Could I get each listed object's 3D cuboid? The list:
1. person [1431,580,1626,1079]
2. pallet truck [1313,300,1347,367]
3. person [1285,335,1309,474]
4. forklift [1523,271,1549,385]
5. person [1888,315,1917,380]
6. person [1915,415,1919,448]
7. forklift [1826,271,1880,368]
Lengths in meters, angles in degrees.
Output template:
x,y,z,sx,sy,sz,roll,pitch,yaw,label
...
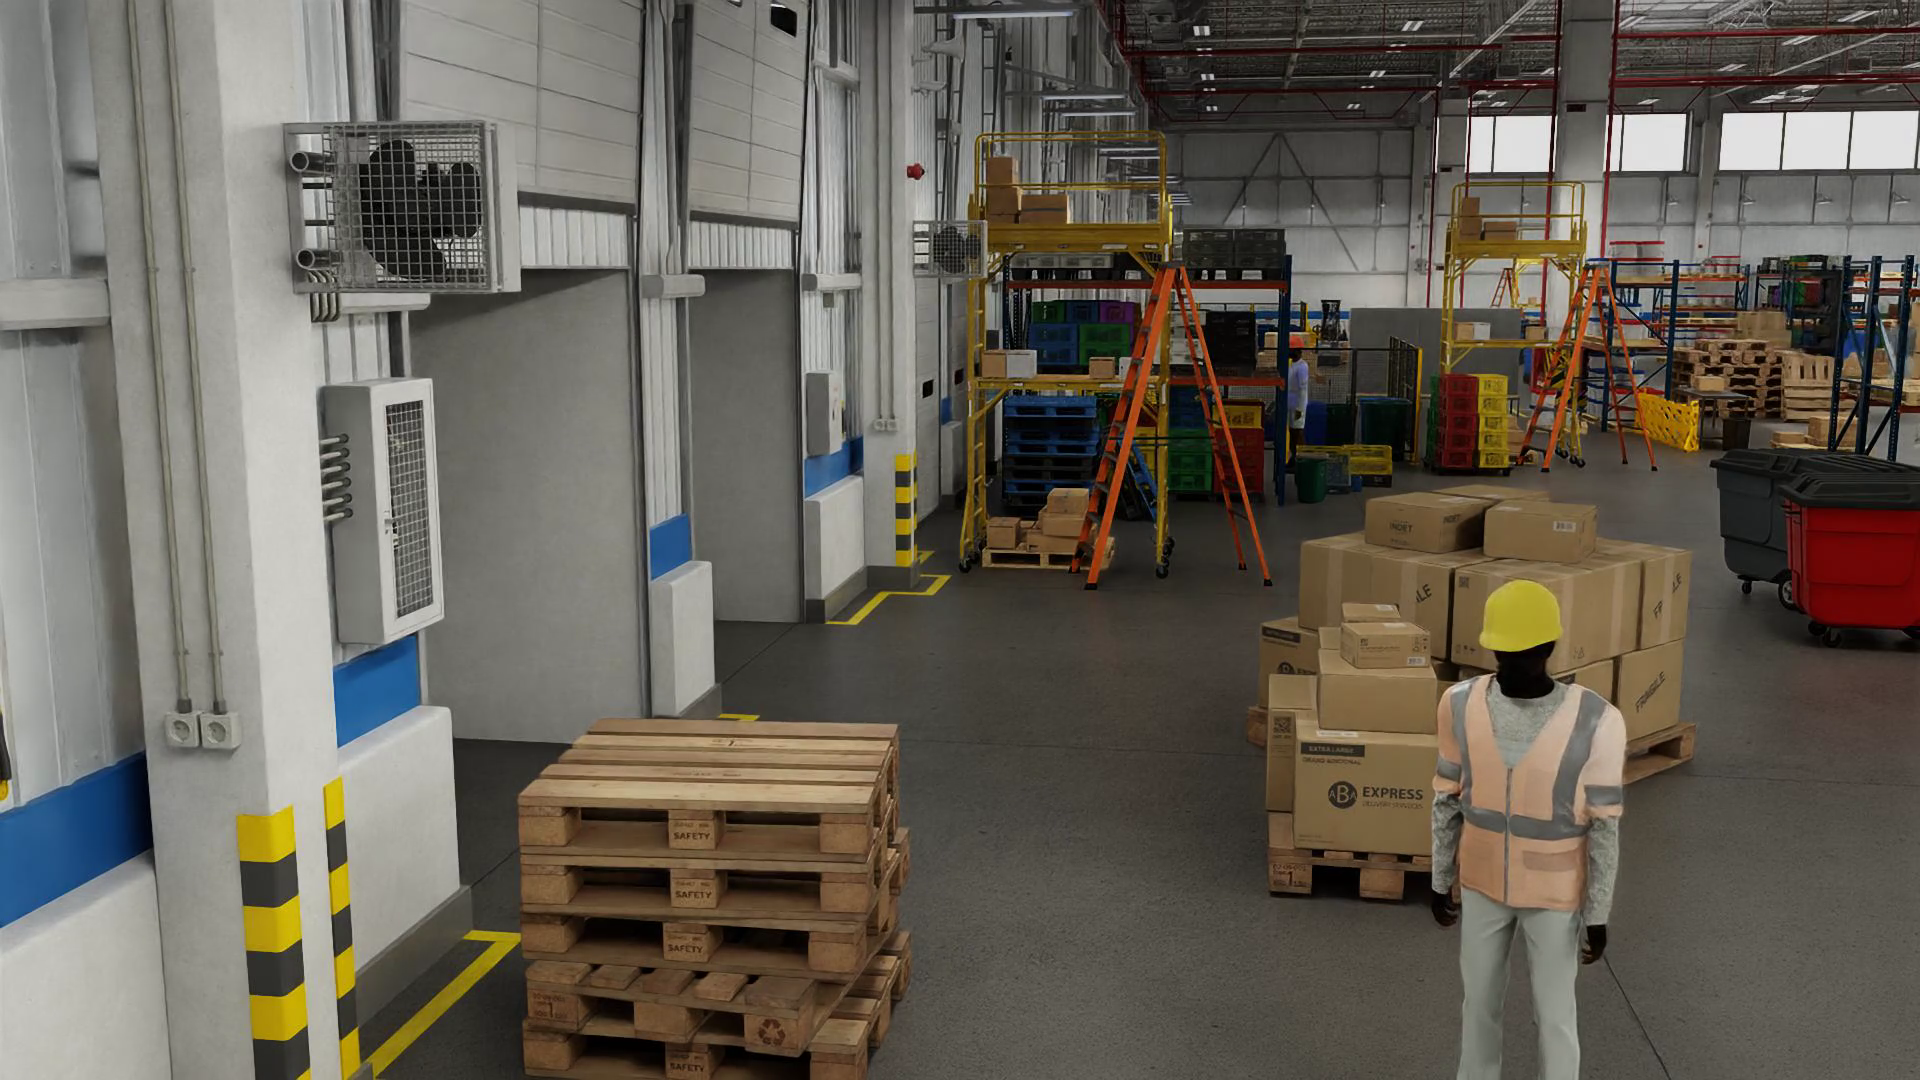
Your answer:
x,y,z,sx,sy,sz,roll,pitch,yaw,label
1.729,1.065,5.168,0.586,1.918,0.398,7,12,37,person
11.159,-6.200,49.718,0.823,1.965,1.885,4,10,26,pallet truck
4.696,-1.897,23.365,0.360,1.939,0.543,-1,9,-6,person
14.669,-5.121,40.350,1.129,2.768,1.873,-2,9,-13,forklift
20.500,-3.937,36.074,0.653,1.891,0.984,-1,9,-3,person
15.603,-2.335,26.688,0.319,1.739,0.485,9,13,43,person
25.327,-6.332,47.821,1.873,2.768,1.129,1,9,9,forklift
